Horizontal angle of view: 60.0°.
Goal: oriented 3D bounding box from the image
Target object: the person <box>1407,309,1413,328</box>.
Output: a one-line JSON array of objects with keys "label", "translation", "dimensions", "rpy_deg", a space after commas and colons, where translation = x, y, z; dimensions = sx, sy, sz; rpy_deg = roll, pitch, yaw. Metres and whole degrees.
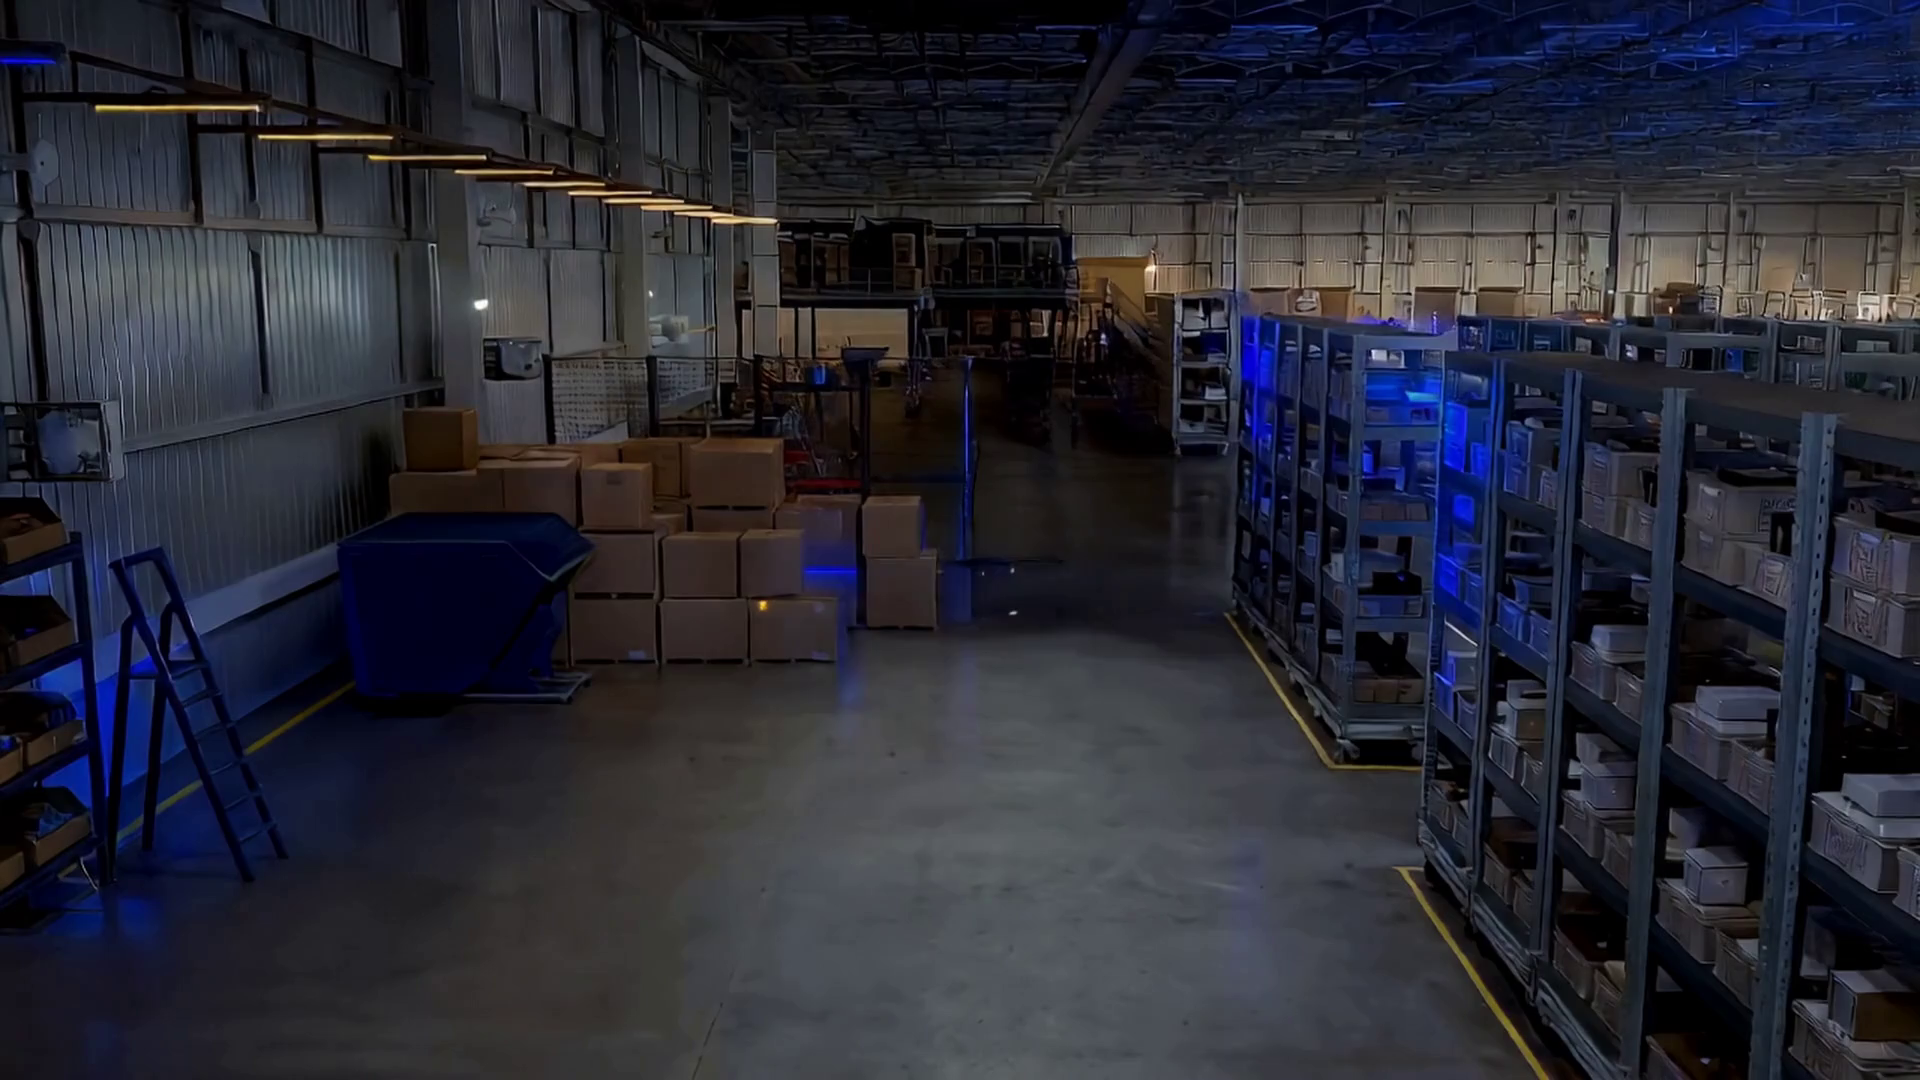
[{"label": "person", "translation": [25.589, -12.172, 94.620], "dimensions": [0.396, 1.919, 0.588], "rpy_deg": [5, 11, 29]}]

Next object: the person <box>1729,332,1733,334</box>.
[{"label": "person", "translation": [27.334, -6.446, 59.325], "dimensions": [0.909, 1.900, 0.570], "rpy_deg": [0, 9, -1]}]

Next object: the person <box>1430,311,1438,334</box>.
[{"label": "person", "translation": [26.357, -11.799, 92.544], "dimensions": [0.429, 1.843, 0.632], "rpy_deg": [2, 10, 14]}]

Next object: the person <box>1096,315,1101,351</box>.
[{"label": "person", "translation": [6.860, -10.363, 83.554], "dimensions": [0.575, 1.885, 0.355], "rpy_deg": [1, 9, 6]}]

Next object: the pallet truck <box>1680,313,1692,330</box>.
[{"label": "pallet truck", "translation": [36.315, -10.531, 84.244], "dimensions": [0.823, 1.965, 1.885], "rpy_deg": [-6, 11, -33]}]

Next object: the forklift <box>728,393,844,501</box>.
[{"label": "forklift", "translation": [-2.979, -1.316, 26.476], "dimensions": [2.680, 1.987, 1.157], "rpy_deg": [0, 9, 1]}]

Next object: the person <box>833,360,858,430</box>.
[{"label": "person", "translation": [-2.929, -3.614, 41.996], "dimensions": [0.980, 1.851, 0.674], "rpy_deg": [7, 11, 36]}]

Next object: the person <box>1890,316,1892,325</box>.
[{"label": "person", "translation": [45.451, -10.005, 81.328], "dimensions": [0.946, 1.879, 0.608], "rpy_deg": [2, 9, 13]}]

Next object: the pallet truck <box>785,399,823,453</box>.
[{"label": "pallet truck", "translation": [-3.814, -2.432, 36.419], "dimensions": [1.630, 1.274, 0.653], "rpy_deg": [0, 9, 1]}]

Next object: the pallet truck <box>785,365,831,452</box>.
[{"label": "pallet truck", "translation": [-3.774, -2.976, 37.635], "dimensions": [1.885, 1.965, 0.823], "rpy_deg": [1, 9, 5]}]

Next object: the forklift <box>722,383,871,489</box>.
[{"label": "forklift", "translation": [-2.893, -1.687, 28.729], "dimensions": [2.680, 1.987, 1.157], "rpy_deg": [0, 9, -1]}]

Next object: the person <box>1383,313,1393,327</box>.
[{"label": "person", "translation": [22.485, -10.998, 87.432], "dimensions": [0.608, 1.903, 0.992], "rpy_deg": [9, 13, 42]}]

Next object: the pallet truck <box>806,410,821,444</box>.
[{"label": "pallet truck", "translation": [-3.559, -2.018, 33.905], "dimensions": [1.522, 1.261, 0.704], "rpy_deg": [0, 9, -1]}]

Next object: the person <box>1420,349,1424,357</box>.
[{"label": "person", "translation": [18.266, -7.436, 65.917], "dimensions": [0.507, 1.753, 0.526], "rpy_deg": [0, 9, -1]}]

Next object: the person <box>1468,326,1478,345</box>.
[{"label": "person", "translation": [26.323, -10.622, 85.474], "dimensions": [0.621, 1.791, 1.020], "rpy_deg": [-3, 10, -19]}]

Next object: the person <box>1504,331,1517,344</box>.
[{"label": "person", "translation": [20.223, -6.722, 60.994], "dimensions": [0.599, 1.918, 0.993], "rpy_deg": [2, 9, 10]}]

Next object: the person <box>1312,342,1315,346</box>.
[{"label": "person", "translation": [15.657, -8.749, 73.909], "dimensions": [0.954, 1.782, 0.557], "rpy_deg": [-6, 11, -35]}]

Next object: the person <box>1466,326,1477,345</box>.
[{"label": "person", "translation": [20.584, -7.682, 67.042], "dimensions": [1.014, 1.880, 0.559], "rpy_deg": [-1, 9, -8]}]

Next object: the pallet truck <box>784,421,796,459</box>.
[{"label": "pallet truck", "translation": [-4.013, -1.793, 32.705], "dimensions": [1.601, 1.201, 0.680], "rpy_deg": [0, 9, 1]}]

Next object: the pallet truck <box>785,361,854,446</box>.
[{"label": "pallet truck", "translation": [-3.410, -3.193, 38.978], "dimensions": [1.885, 1.965, 0.823], "rpy_deg": [0, 9, -1]}]

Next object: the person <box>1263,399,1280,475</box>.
[{"label": "person", "translation": [6.285, -2.321, 33.452], "dimensions": [0.389, 2.045, 0.606], "rpy_deg": [2, 9, 12]}]

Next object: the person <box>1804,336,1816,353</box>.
[{"label": "person", "translation": [32.007, -6.959, 62.615], "dimensions": [0.310, 1.864, 0.532], "rpy_deg": [-3, 10, -16]}]
